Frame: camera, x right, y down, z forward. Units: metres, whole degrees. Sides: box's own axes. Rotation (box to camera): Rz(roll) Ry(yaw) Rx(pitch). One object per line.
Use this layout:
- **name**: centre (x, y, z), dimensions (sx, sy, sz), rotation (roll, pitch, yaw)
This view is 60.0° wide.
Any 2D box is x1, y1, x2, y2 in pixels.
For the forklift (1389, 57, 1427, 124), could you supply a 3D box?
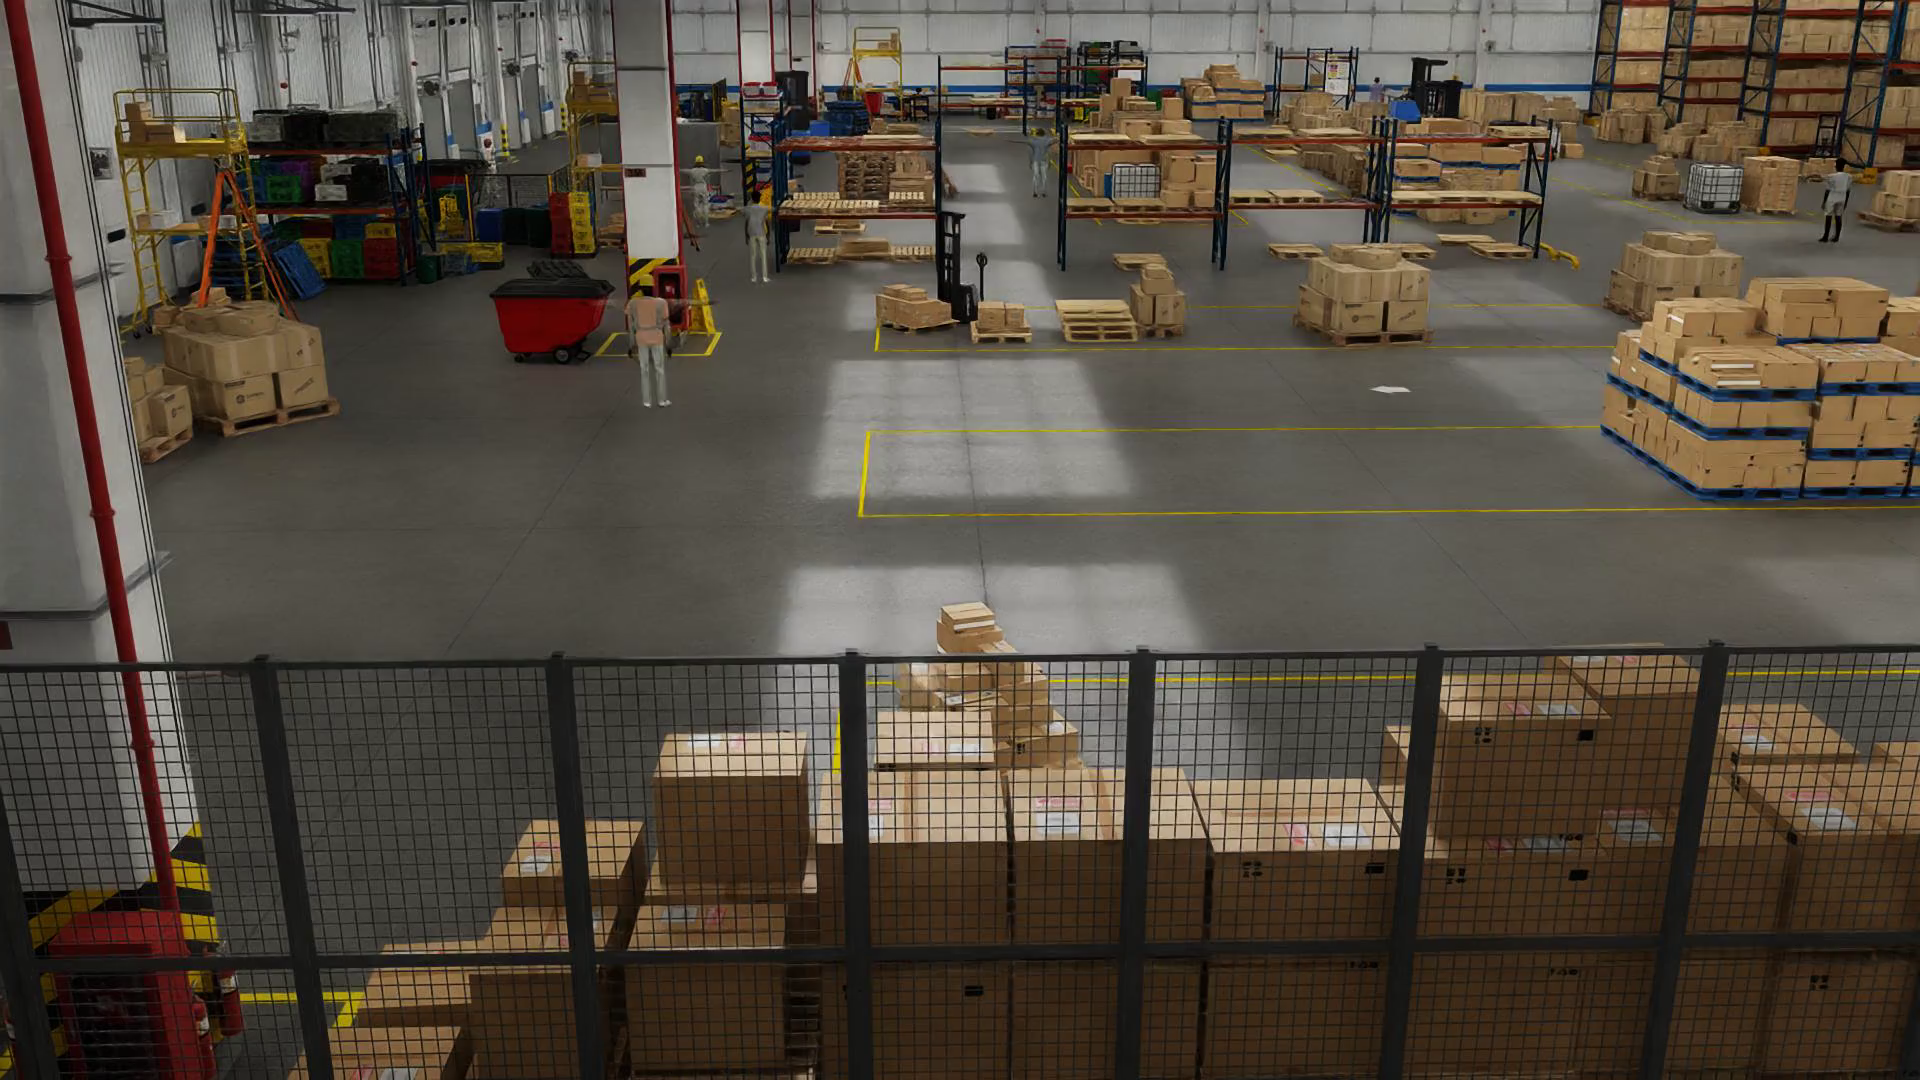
- **forklift**: centre (18.867, -18.497, 68.743), dimensions (1.873, 2.768, 1.129), rotation (-1, 19, -1)

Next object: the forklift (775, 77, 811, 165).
- **forklift**: centre (-5.920, -13.893, 55.085), dimensions (1.873, 2.768, 1.129), rotation (-1, 19, -1)

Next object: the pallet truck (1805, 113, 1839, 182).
- **pallet truck**: centre (26.403, -11.957, 50.702), dimensions (0.823, 1.965, 1.885), rotation (6, 19, 16)

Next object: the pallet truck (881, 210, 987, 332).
- **pallet truck**: centre (-0.493, -4.759, 29.349), dimensions (1.885, 1.965, 0.823), rotation (-13, 23, -34)

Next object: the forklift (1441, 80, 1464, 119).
- **forklift**: centre (15.644, -13.239, 53.146), dimensions (1.873, 2.768, 1.129), rotation (-1, 19, -1)

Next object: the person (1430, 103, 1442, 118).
- **person**: centre (15.814, -13.459, 55.163), dimensions (0.622, 1.992, 0.396), rotation (-1, 19, -2)

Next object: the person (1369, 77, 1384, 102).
- **person**: centre (17.787, -18.825, 71.167), dimensions (0.635, 1.937, 0.352), rotation (-1, 19, -2)

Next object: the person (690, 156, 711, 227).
- **person**: centre (-6.436, -8.653, 41.294), dimensions (0.492, 1.742, 0.319), rotation (-1, 19, -2)

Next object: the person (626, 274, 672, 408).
- **person**: centre (-4.436, -2.841, 23.805), dimensions (0.637, 1.914, 0.398), rotation (-3, 19, -8)

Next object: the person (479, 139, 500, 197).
- **person**: centre (-13.248, -10.466, 46.870), dimensions (0.528, 1.626, 0.345), rotation (-1, 19, -3)

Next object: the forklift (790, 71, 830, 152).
- **forklift**: centre (-5.626, -15.126, 58.743), dimensions (1.873, 2.768, 1.129), rotation (-10, 21, -27)

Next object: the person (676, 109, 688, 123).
- **person**: centre (-9.151, -13.133, 54.364), dimensions (0.584, 1.883, 0.337), rotation (-1, 19, -2)

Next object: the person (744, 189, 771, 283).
- **person**: centre (-4.094, -6.140, 33.646), dimensions (0.533, 1.868, 0.310), rotation (-1, 19, -2)

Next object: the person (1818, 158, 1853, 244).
- **person**: centre (20.358, -7.888, 38.681), dimensions (0.613, 1.961, 0.368), rotation (-1, 19, -2)

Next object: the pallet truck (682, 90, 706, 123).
- **pallet truck**: centre (-9.671, -15.907, 62.421), dimensions (0.823, 1.965, 1.885), rotation (5, 19, 15)

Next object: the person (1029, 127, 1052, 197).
- **person**: centre (2.260, -10.644, 46.898), dimensions (0.635, 1.937, 0.352), rotation (-1, 19, -2)
